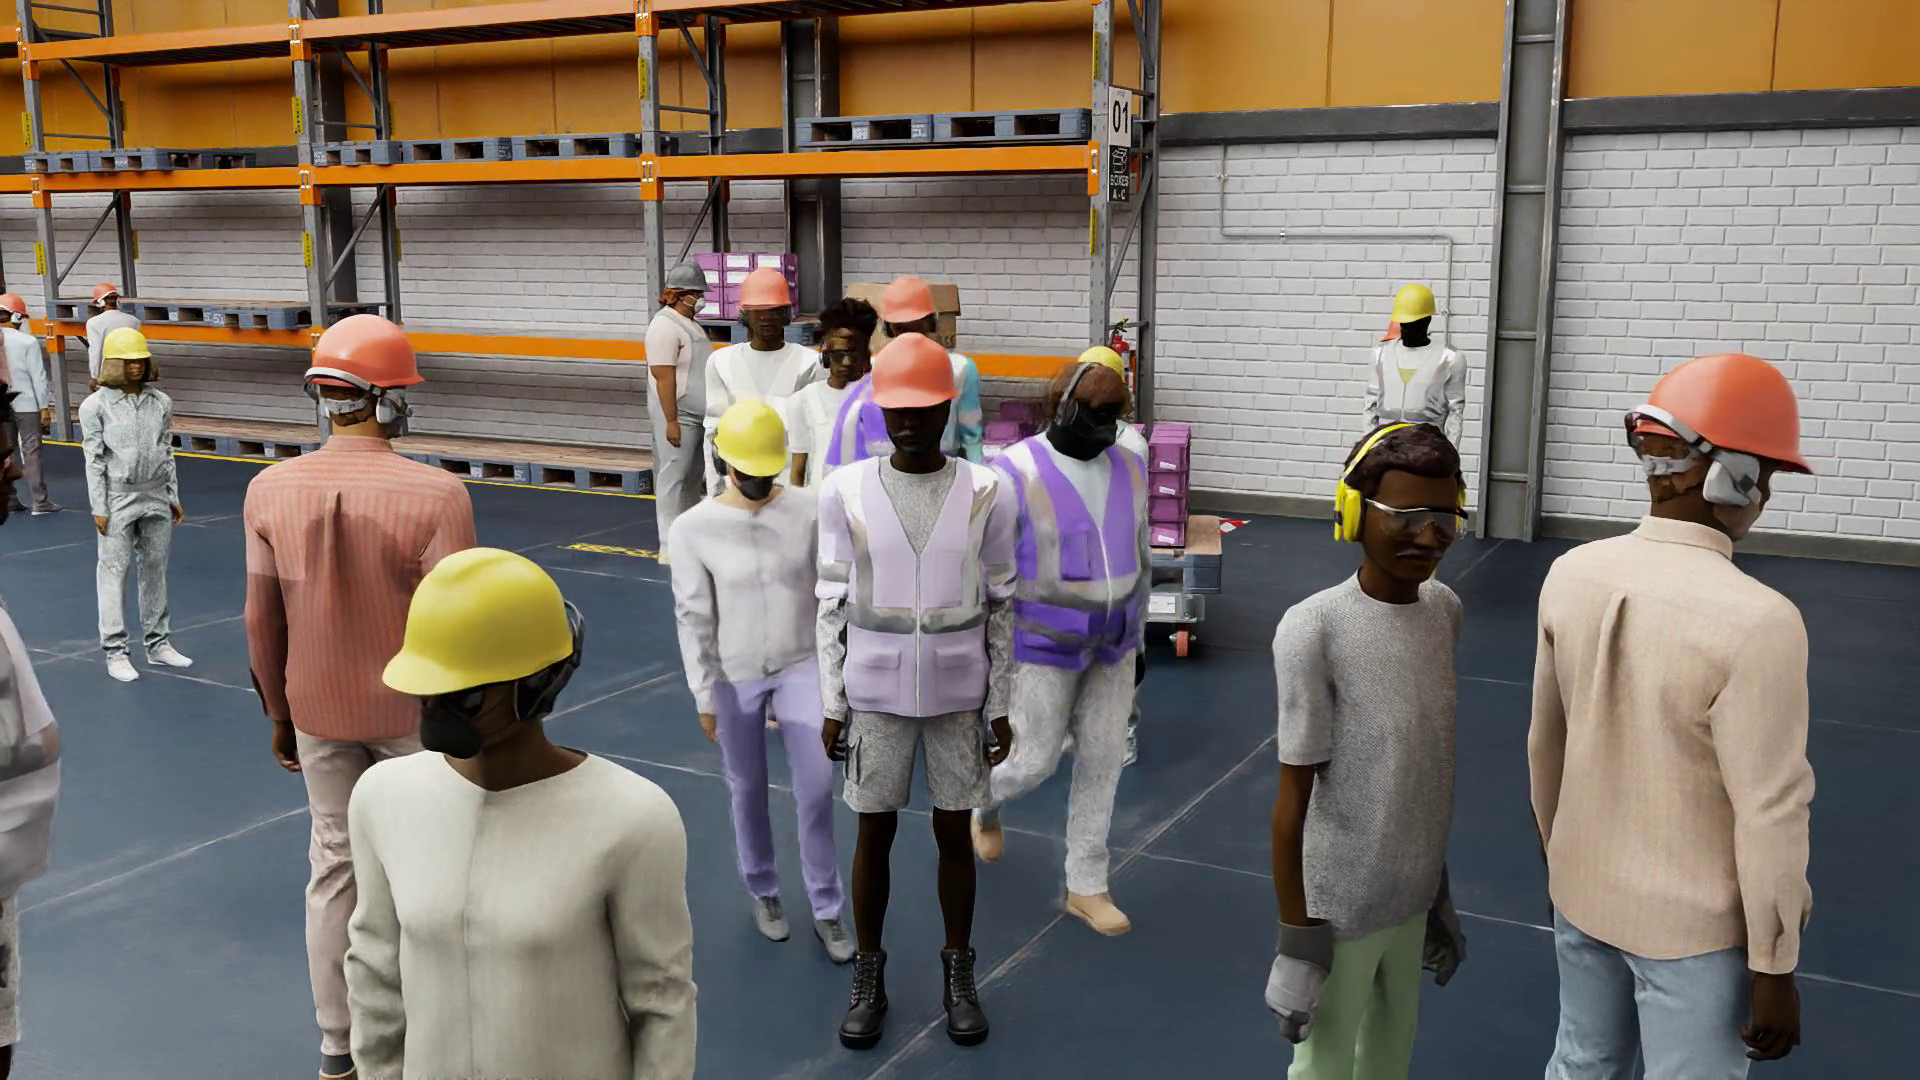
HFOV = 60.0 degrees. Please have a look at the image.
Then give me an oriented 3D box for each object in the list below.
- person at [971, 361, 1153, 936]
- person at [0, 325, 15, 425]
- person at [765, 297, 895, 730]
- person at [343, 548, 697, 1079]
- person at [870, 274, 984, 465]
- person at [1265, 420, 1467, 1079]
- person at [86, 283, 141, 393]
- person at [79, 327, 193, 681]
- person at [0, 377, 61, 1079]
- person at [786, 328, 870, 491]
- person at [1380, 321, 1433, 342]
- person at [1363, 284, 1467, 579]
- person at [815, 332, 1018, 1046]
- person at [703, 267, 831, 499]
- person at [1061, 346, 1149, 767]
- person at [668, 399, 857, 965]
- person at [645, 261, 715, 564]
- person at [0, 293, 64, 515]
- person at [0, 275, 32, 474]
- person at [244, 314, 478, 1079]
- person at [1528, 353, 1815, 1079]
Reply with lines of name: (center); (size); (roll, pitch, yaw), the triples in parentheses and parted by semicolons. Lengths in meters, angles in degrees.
person: (0.311, 0.318, 5.378); (0.630, 1.809, 0.697); (-5, 12, -27)
person: (-7.527, -1.034, 12.596); (0.418, 1.874, 0.691); (8, 13, 38)
person: (-0.572, -0.091, 7.336); (0.877, 1.923, 0.636); (-3, 11, -16)
person: (-0.645, 0.874, 2.445); (0.526, 1.765, 0.329); (2, 10, 10)
person: (-0.194, -0.207, 7.665); (0.640, 2.020, 0.784); (-2, 11, -11)
person: (0.765, 0.704, 3.098); (0.532, 1.864, 0.314); (-9, 14, -40)
person: (-8.237, -1.628, 16.209); (0.349, 1.740, 0.569); (6, 12, 28)
person: (-4.099, -0.185, 8.300); (0.312, 1.744, 0.487); (6, 12, 28)
person: (-1.951, 0.622, 3.264); (0.367, 1.964, 0.609); (-6, 12, -30)
person: (-0.516, -0.078, 7.472); (0.509, 1.838, 0.342); (-3, 11, -18)
person: (2.682, -0.500, 10.039); (0.354, 1.740, 0.565); (4, 11, 19)
person: (2.592, -0.507, 9.594); (0.585, 1.917, 0.382); (7, 12, 33)
person: (-0.115, 0.414, 4.487); (0.545, 1.938, 0.361); (-1, 10, -3)
person: (-0.904, -0.250, 7.836); (0.614, 2.043, 0.373); (0, 10, 2)
person: (0.561, 0.078, 6.856); (0.283, 1.746, 0.493); (-8, 13, -37)
person: (-0.571, 0.429, 4.993); (0.573, 1.712, 0.649); (-3, 11, -16)
person: (-1.819, -0.863, 11.203); (0.535, 2.000, 0.682); (2, 10, 10)
person: (-7.437, -1.070, 13.145); (0.560, 1.745, 0.337); (2, 10, 9)
person: (-8.784, -1.517, 15.226); (0.573, 1.883, 0.356); (-8, 13, -39)
person: (-1.479, 0.428, 4.253); (0.622, 1.992, 0.394); (1, 10, 8)
person: (1.281, 0.660, 3.007); (0.393, 1.985, 0.611); (-4, 11, -19)
